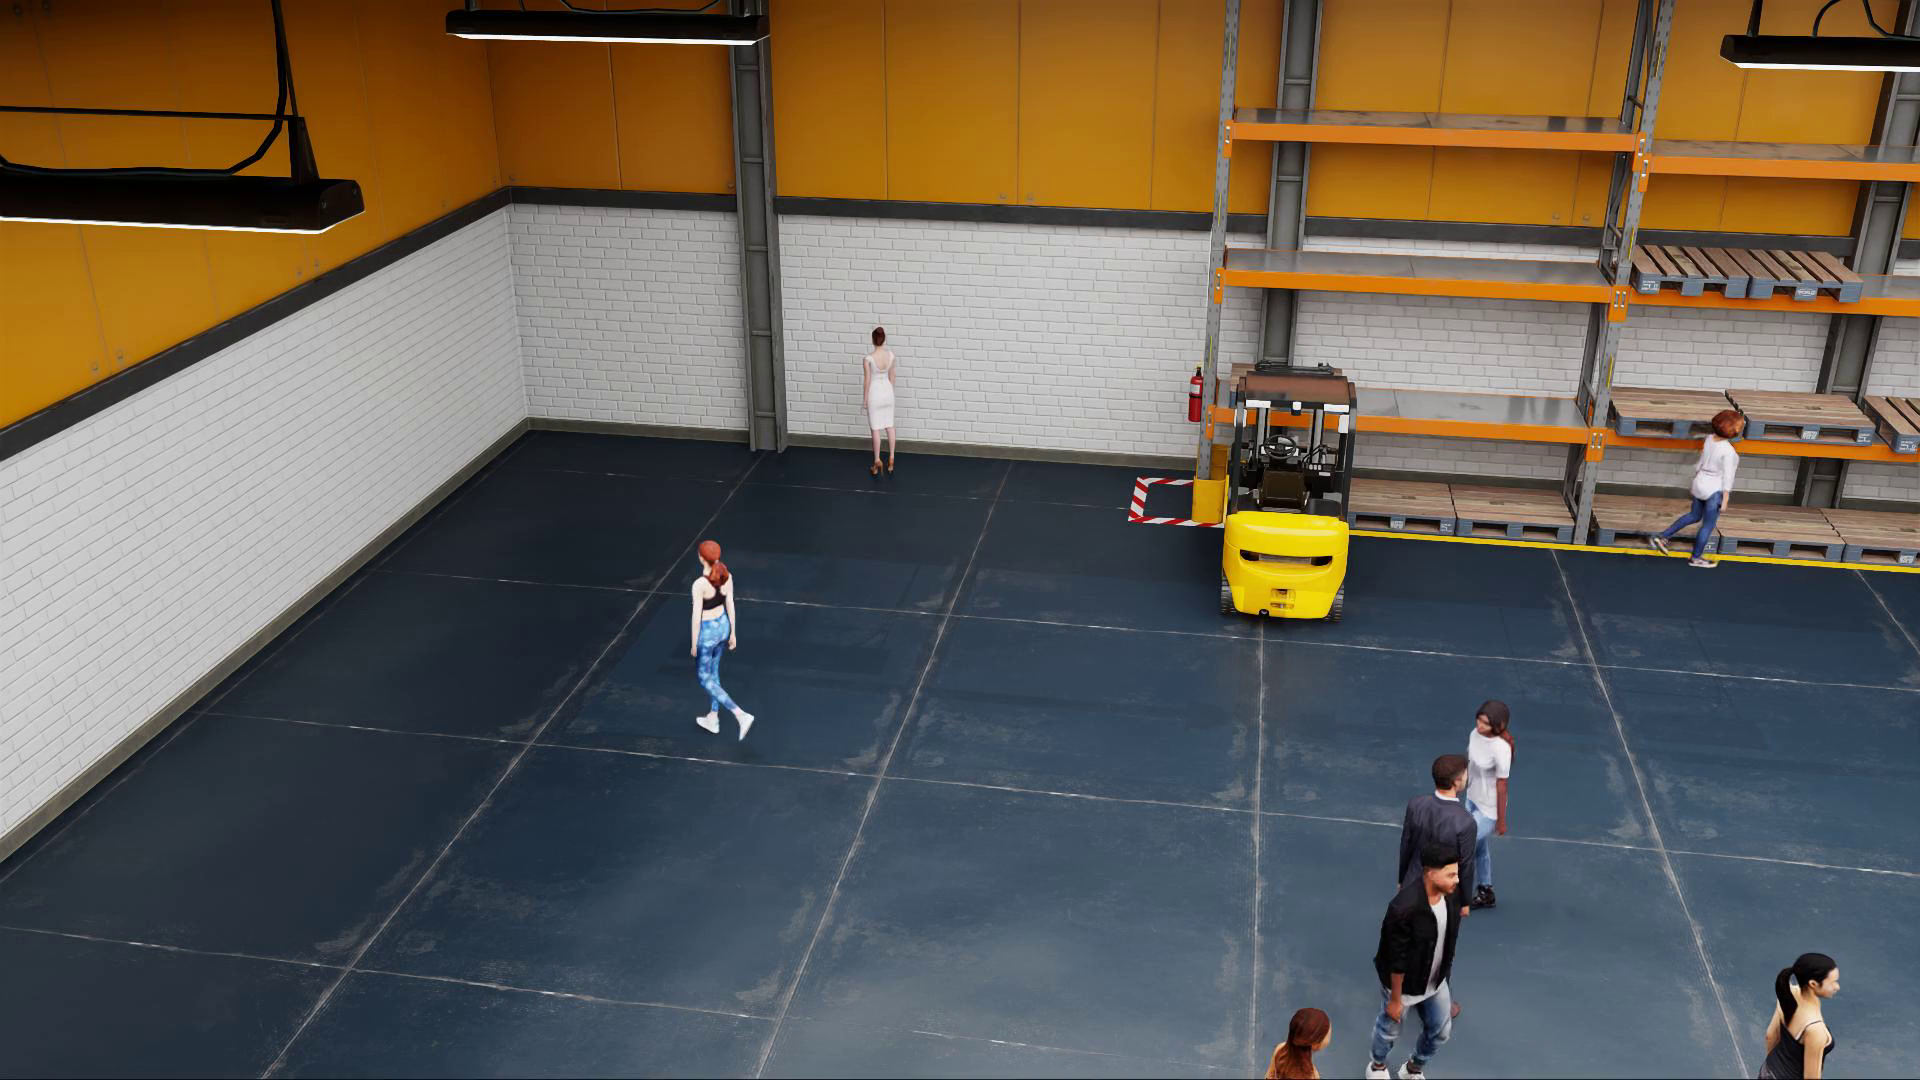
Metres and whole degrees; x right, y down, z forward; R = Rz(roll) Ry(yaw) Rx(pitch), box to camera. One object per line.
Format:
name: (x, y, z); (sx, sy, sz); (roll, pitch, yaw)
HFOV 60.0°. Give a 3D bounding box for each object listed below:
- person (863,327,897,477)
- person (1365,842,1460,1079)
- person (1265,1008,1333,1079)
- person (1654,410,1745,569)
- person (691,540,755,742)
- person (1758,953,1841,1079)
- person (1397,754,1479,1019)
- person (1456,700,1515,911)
person: (-0.919, -1.615, 19.239); (0.603, 1.792, 0.690); (-12, 26, -26)
person: (2.609, 2.505, 9.820); (0.810, 1.788, 0.898); (-10, 25, -21)
person: (1.533, 3.129, 8.376); (0.993, 1.801, 0.820); (-7, 25, -15)
person: (7.497, -0.504, 16.835); (0.914, 1.683, 0.757); (-3, 24, -7)
person: (-1.974, 0.858, 13.609); (1.057, 1.770, 0.867); (19, 30, 37)
person: (4.409, 2.940, 8.900); (0.581, 1.727, 0.612); (-1, 24, -1)
person: (2.973, 2.192, 10.442); (0.707, 1.863, 0.802); (20, 31, 38)
person: (3.676, 1.843, 11.439); (0.827, 1.705, 0.745); (-3, 24, -8)
